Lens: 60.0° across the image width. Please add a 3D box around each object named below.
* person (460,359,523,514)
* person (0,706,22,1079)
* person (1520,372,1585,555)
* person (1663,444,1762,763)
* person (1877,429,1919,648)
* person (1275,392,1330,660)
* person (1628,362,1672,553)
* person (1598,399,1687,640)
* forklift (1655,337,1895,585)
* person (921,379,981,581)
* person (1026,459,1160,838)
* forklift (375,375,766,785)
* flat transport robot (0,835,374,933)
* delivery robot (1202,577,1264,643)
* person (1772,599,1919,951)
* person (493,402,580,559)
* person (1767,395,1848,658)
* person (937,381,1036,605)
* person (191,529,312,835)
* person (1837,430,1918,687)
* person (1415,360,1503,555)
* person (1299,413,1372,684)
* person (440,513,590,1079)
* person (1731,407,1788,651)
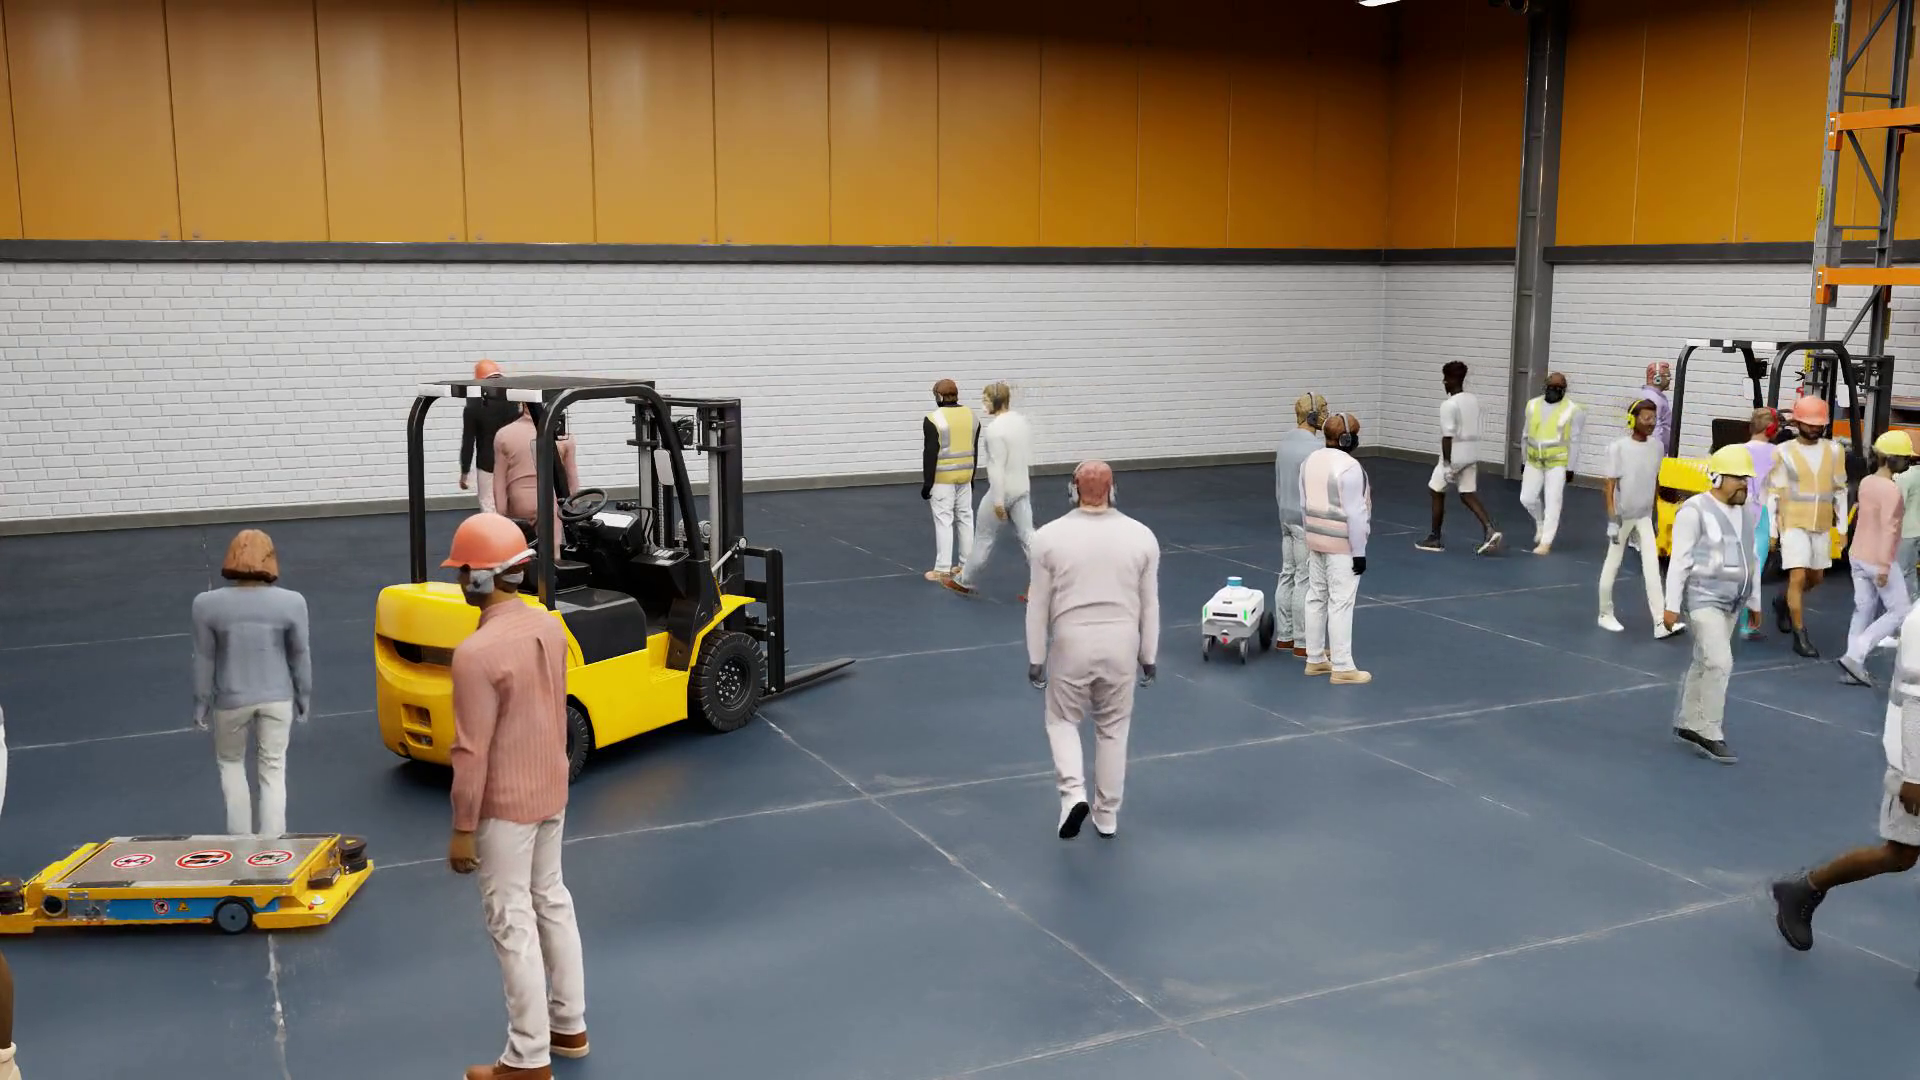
[{"bbox_3d":[-4.335,-0.693,15.536,0.625,1.992,0.399,-8,12,-41],"label":"person"},{"bbox_3d":[-3.377,0.915,5.403,0.613,2.041,0.393,4,10,24],"label":"person"},{"bbox_3d":[5.855,-0.765,16.517,0.469,1.818,0.631,-8,12,-42],"label":"person"},{"bbox_3d":[4.413,0.361,9.535,0.628,1.811,0.652,-5,10,-29],"label":"person"},{"bbox_3d":[7.024,-0.010,12.411,0.501,1.632,0.279,-8,12,-40],"label":"person"},{"bbox_3d":[2.496,-0.101,12.026,0.359,1.938,0.635,-2,9,-14],"label":"person"},{"bbox_3d":[6.918,-0.823,16.600,0.406,1.911,0.639,2,9,11],"label":"person"},{"bbox_3d":[5.190,-0.145,12.664,0.555,1.815,0.932,-2,9,-12],"label":"person"},{"bbox_3d":[7.551,-0.789,15.507,2.313,2.155,1.214,-4,10,-25],"label":"forklift"},{"bbox_3d":[-0.107,-0.539,15.073,0.624,1.837,0.430,-8,12,-39],"label":"person"},{"bbox_3d":[0.656,0.556,8.114,0.663,1.890,0.549,-1,9,-3],"label":"person"},{"bbox_3d":[-2.268,0.149,9.685,1.214,2.155,2.313,6,11,32],"label":"forklift"},{"bbox_3d":[-3.395,1.494,7.292,1.431,0.197,0.652,0,9,-3],"label":"flat transport robot"},{"bbox_3d":[2.005,0.515,12.178,0.477,0.478,0.707,3,9,20],"label":"delivery robot"},{"bbox_3d":[3.703,0.816,6.490,0.600,1.895,0.831,-7,11,-36],"label":"person"},{"bbox_3d":[-3.389,-0.283,13.322,0.669,1.877,0.819,-3,10,-17],"label":"person"},{"bbox_3d":[6.213,-0.129,12.321,0.583,1.910,0.799,0,9,0],"label":"person"},{"bbox_3d":[0.313,-0.394,14.002,1.066,1.871,0.644,6,11,33],"label":"person"},{"bbox_3d":[-3.284,0.751,7.732,0.517,1.611,0.462,-4,10,-24],"label":"person"},{"bbox_3d":[6.158,0.138,11.127,0.359,1.755,0.524,0,9,3],"label":"person"},{"bbox_3d":[4.966,-0.810,16.454,0.587,1.932,0.859,-6,11,-33],"label":"person"},{"bbox_3d":[2.584,0.052,11.374,0.429,1.845,0.620,-4,10,-23],"label":"person"},{"bbox_3d":[-1.554,0.891,5.724,0.406,1.987,0.618,2,9,15],"label":"person"},{"bbox_3d":[5.815,-0.085,12.395,0.833,1.806,0.604,-3,10,-19],"label":"person"}]
